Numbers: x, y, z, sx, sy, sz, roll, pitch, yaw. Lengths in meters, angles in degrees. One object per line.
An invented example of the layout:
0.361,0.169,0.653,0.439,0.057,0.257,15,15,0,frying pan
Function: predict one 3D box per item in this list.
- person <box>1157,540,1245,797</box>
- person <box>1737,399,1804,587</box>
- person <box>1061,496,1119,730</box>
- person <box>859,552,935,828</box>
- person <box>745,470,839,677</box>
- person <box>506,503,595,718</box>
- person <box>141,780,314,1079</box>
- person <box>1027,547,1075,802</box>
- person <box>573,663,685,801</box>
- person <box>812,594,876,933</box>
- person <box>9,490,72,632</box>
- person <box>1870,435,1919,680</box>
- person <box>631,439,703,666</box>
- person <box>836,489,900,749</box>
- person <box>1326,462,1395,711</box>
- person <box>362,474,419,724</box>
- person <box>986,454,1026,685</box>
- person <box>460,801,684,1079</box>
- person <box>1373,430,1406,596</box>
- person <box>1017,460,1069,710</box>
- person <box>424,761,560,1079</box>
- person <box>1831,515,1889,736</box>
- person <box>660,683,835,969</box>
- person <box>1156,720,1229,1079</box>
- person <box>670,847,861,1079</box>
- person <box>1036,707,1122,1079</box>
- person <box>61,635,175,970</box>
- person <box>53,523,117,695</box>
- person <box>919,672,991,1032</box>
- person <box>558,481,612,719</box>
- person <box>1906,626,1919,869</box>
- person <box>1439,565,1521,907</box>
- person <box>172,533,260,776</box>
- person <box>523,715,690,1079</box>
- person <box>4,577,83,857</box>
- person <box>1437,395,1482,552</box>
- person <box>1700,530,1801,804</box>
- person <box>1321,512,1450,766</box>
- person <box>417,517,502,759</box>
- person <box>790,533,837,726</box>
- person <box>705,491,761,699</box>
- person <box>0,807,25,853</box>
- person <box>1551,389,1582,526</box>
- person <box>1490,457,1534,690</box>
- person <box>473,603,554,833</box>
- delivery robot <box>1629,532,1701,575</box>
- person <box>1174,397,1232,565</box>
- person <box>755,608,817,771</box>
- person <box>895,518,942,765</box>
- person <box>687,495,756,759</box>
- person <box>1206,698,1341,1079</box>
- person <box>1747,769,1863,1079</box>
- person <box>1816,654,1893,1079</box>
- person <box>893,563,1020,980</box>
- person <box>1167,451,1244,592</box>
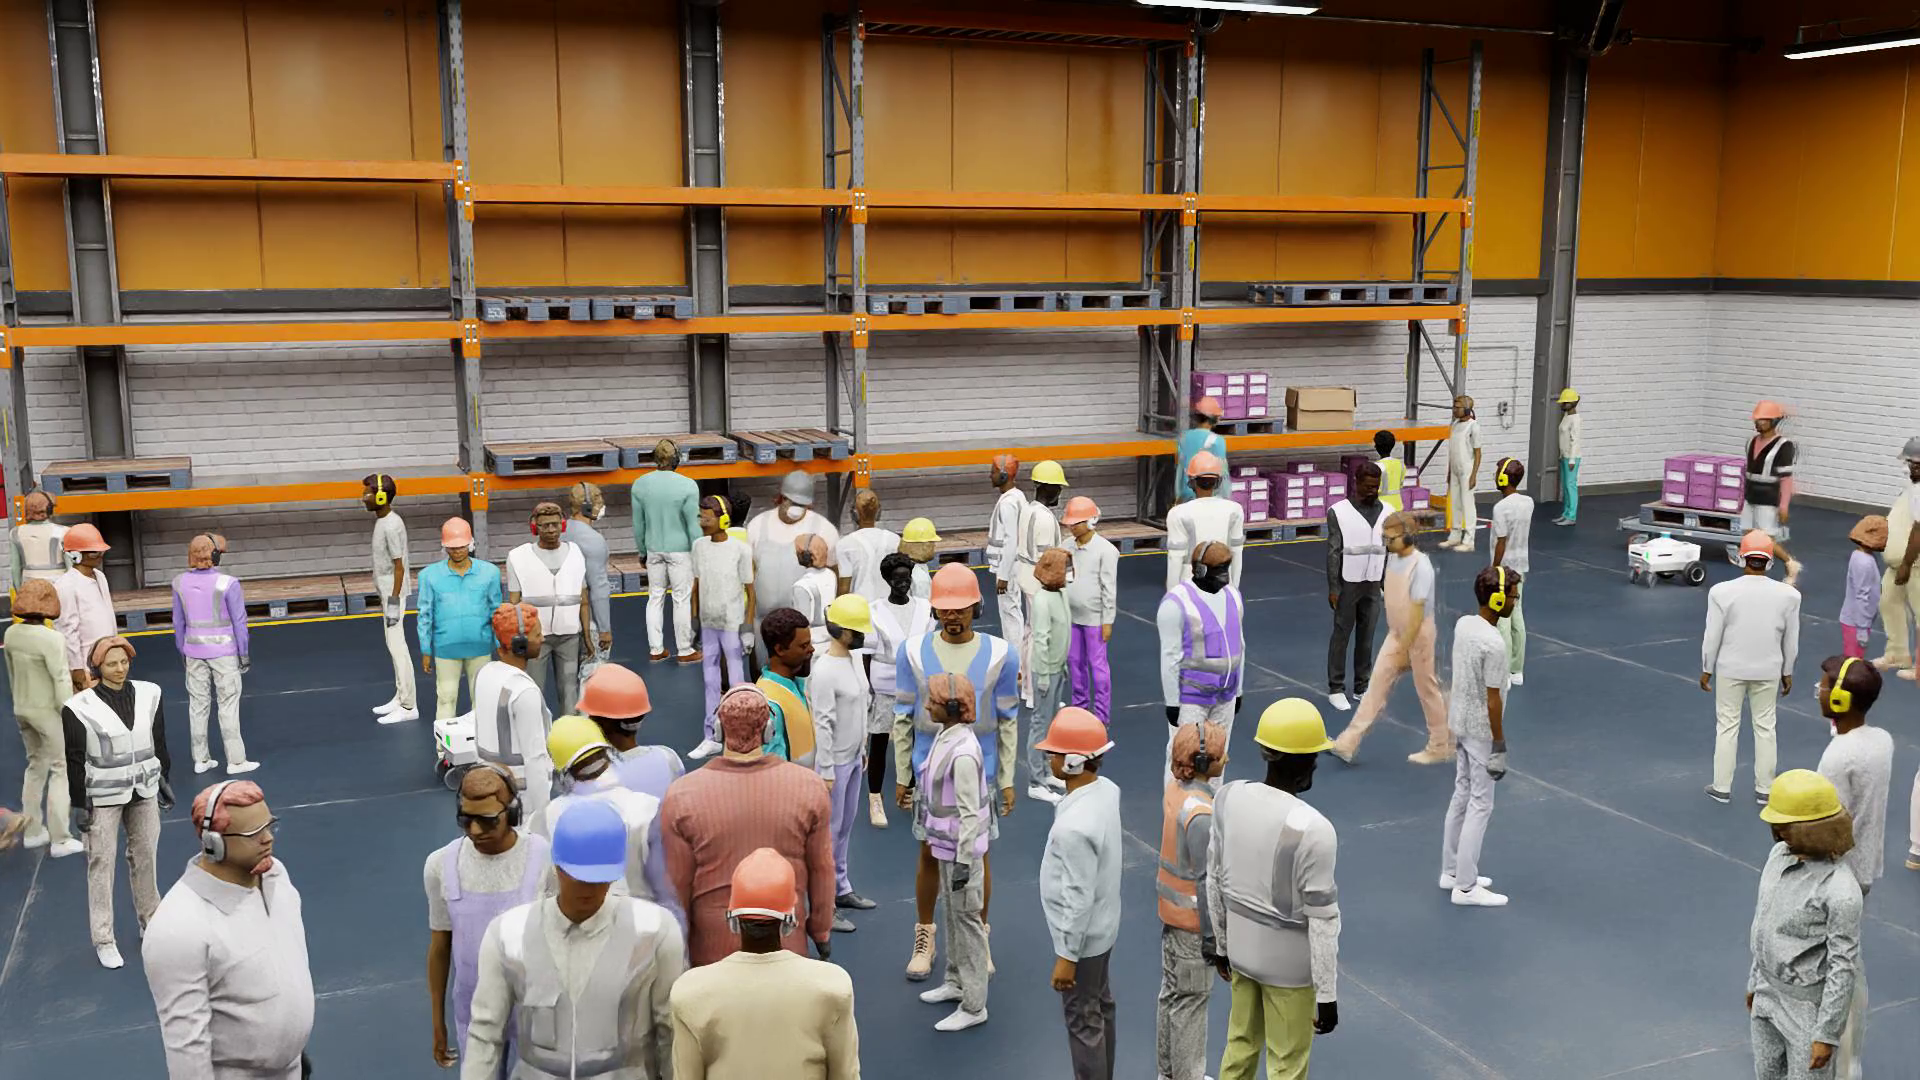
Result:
1.443,0.905,9.807,0.629,1.837,0.429,-7,12,-34,person
8.205,-0.419,16.878,0.657,2.026,0.613,-2,10,-12,person
0.901,0.542,12.168,0.355,1.738,0.574,-8,13,-39,person
-0.377,0.906,10.184,0.538,1.696,0.317,-5,11,-27,person
-1.196,0.443,11.862,0.689,2.000,0.717,2,10,13,person
-2.753,0.654,11.202,0.563,1.848,0.389,-6,11,-29,person
-2.206,1.669,5.181,0.401,1.910,0.642,1,10,6,person
0.591,0.847,10.701,0.281,1.633,0.501,3,10,18,person
-1.306,1.428,6.472,0.348,1.942,0.545,5,11,29,person
-0.594,1.140,8.662,0.333,1.758,0.533,3,10,17,person
-7.184,0.429,13.091,0.515,1.641,0.315,0,10,-1,person
7.796,0.136,13.627,0.629,2.000,0.696,3,10,17,person
-2.458,0.107,14.091,0.636,1.939,0.364,3,10,17,person
-0.653,0.556,11.771,0.518,1.844,0.329,-6,12,-31,person
3.075,0.341,12.817,0.589,1.915,0.393,-4,11,-23,person
-4.260,0.433,12.416,0.310,1.868,0.533,-4,11,-23,person
0.382,0.237,13.500,0.340,1.882,0.585,1,10,7,person
-1.132,1.707,4.913,0.653,1.918,0.640,0,10,-1,person
4.332,-0.275,16.985,0.533,1.698,0.322,-9,13,-40,person
0.638,0.344,12.793,0.394,1.919,0.586,-2,10,-10,person
-1.543,1.624,5.659,0.519,1.836,0.343,0,10,0,person
6.499,0.625,12.013,0.270,1.629,0.502,5,11,28,person
-0.799,1.477,6.293,0.652,1.906,0.405,-2,10,-14,person
0.948,1.533,6.739,0.308,1.640,0.510,-1,10,-6,person
-0.577,1.776,5.006,0.563,1.752,0.326,-1,10,-6,person
0.457,1.510,6.537,0.332,1.753,0.561,3,10,16,person
-4.151,1.273,8.235,0.308,1.641,0.517,6,12,32,person
-5.667,0.758,10.871,0.325,1.752,0.559,-1,10,-5,person
-0.019,1.396,7.524,0.315,1.640,0.515,-2,10,-10,person
-2.594,0.556,11.502,0.352,1.937,0.635,-8,13,-39,person
5.578,0.921,9.237,0.377,1.995,0.608,-2,10,-12,person
2.796,1.046,8.929,0.337,1.857,0.524,-1,10,-6,person
-4.998,0.770,11.134,0.523,1.638,0.310,2,10,10,person
-1.292,1.539,6.323,0.664,1.772,0.690,1,10,6,person
-5.347,1.028,9.704,0.509,1.628,0.278,5,11,29,person
5.877,-0.777,19.455,0.342,1.845,0.506,-3,10,-18,person
5.016,0.805,10.601,0.573,1.749,0.343,2,10,10,person
2.915,0.689,11.203,1.008,1.771,0.566,-3,10,-18,person
-3.333,0.708,11.158,0.571,1.749,0.343,-4,11,-23,person
-0.979,0.760,11.179,0.309,1.644,0.515,3,10,19,person
-1.688,0.469,12.702,0.541,1.695,0.316,0,10,-2,person
-5.647,0.949,9.166,0.581,1.973,0.636,-4,11,-20,person
7.793,-1.060,21.342,0.338,1.761,0.524,1,10,5,person
4.383,0.267,13.362,0.517,1.874,0.328,-9,13,-41,person
-2.078,1.221,7.827,0.337,1.882,0.585,-8,13,-38,person
7.422,0.154,17.530,0.707,0.478,0.477,-3,10,-16,delivery robot
2.558,-0.505,17.513,1.083,1.985,0.632,-7,12,-35,person
-0.806,1.247,7.578,0.392,1.920,0.593,0,10,-2,person
-0.271,0.711,11.172,0.297,1.743,0.493,-3,10,-18,person
-1.637,0.609,11.415,0.516,1.865,0.325,5,11,27,person
1.155,1.510,6.041,0.374,1.925,0.595,-7,12,-33,person
2.912,1.640,5.843,0.308,1.736,0.484,-1,10,-5,person
3.634,1.392,6.894,0.532,1.869,0.314,-9,13,-41,person
-0.020,1.113,7.995,0.606,2.044,0.373,0,10,3,person
1.792,0.360,12.328,0.605,2.045,0.387,-3,10,-16,person
